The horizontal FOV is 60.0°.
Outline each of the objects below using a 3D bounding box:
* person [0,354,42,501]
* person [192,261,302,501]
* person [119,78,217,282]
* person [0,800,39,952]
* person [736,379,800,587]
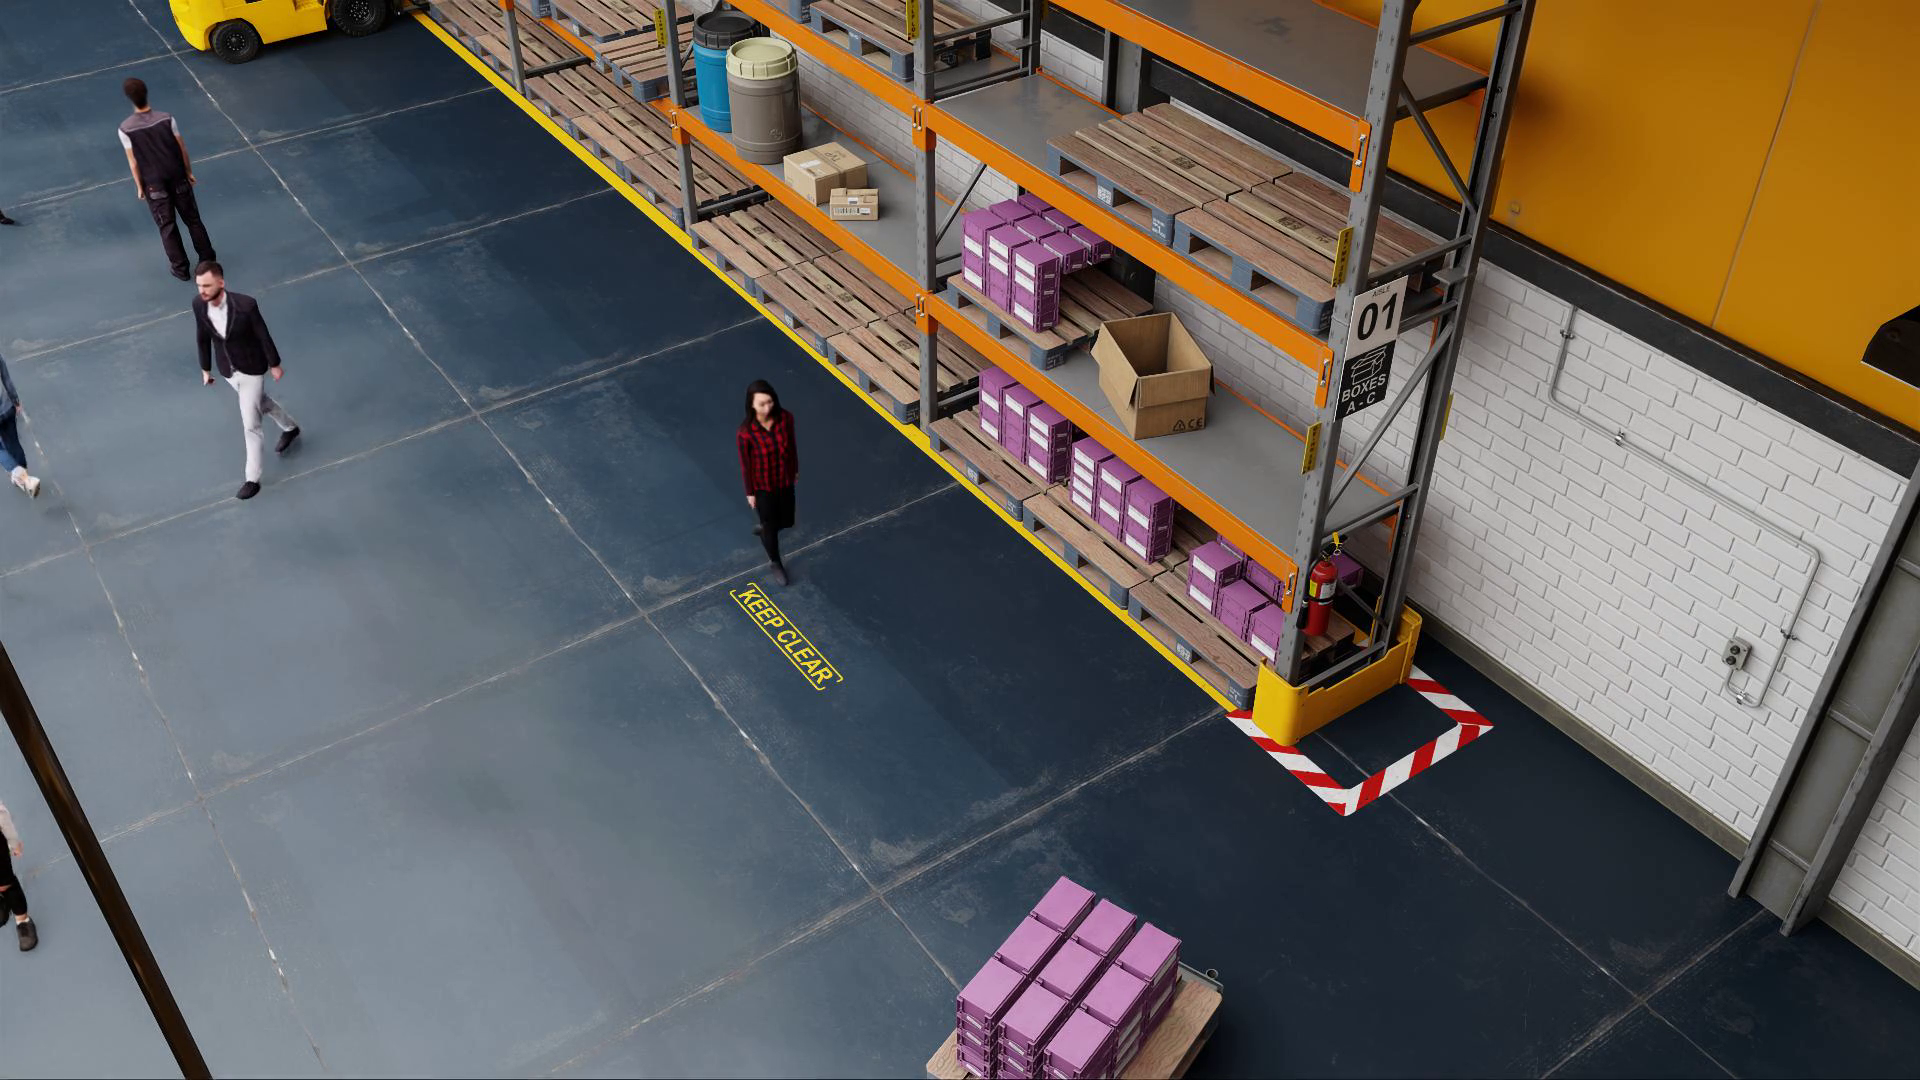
[{"bbox_3d":[-7.019,-0.909,12.139,0.867,1.464,0.722,24,44,27],"label":"person"},{"bbox_3d":[-5.274,-1.297,12.367,1.241,1.784,1.285,7,39,9],"label":"person"},{"bbox_3d":[-7.013,-3.178,14.673,0.647,1.847,0.560,-25,45,-28],"label":"person"},{"bbox_3d":[-5.334,1.590,8.998,0.684,1.478,0.738,-12,40,-15],"label":"person"},{"bbox_3d":[-1.346,-0.434,11.401,0.583,1.643,0.675,-25,45,-27],"label":"person"}]
